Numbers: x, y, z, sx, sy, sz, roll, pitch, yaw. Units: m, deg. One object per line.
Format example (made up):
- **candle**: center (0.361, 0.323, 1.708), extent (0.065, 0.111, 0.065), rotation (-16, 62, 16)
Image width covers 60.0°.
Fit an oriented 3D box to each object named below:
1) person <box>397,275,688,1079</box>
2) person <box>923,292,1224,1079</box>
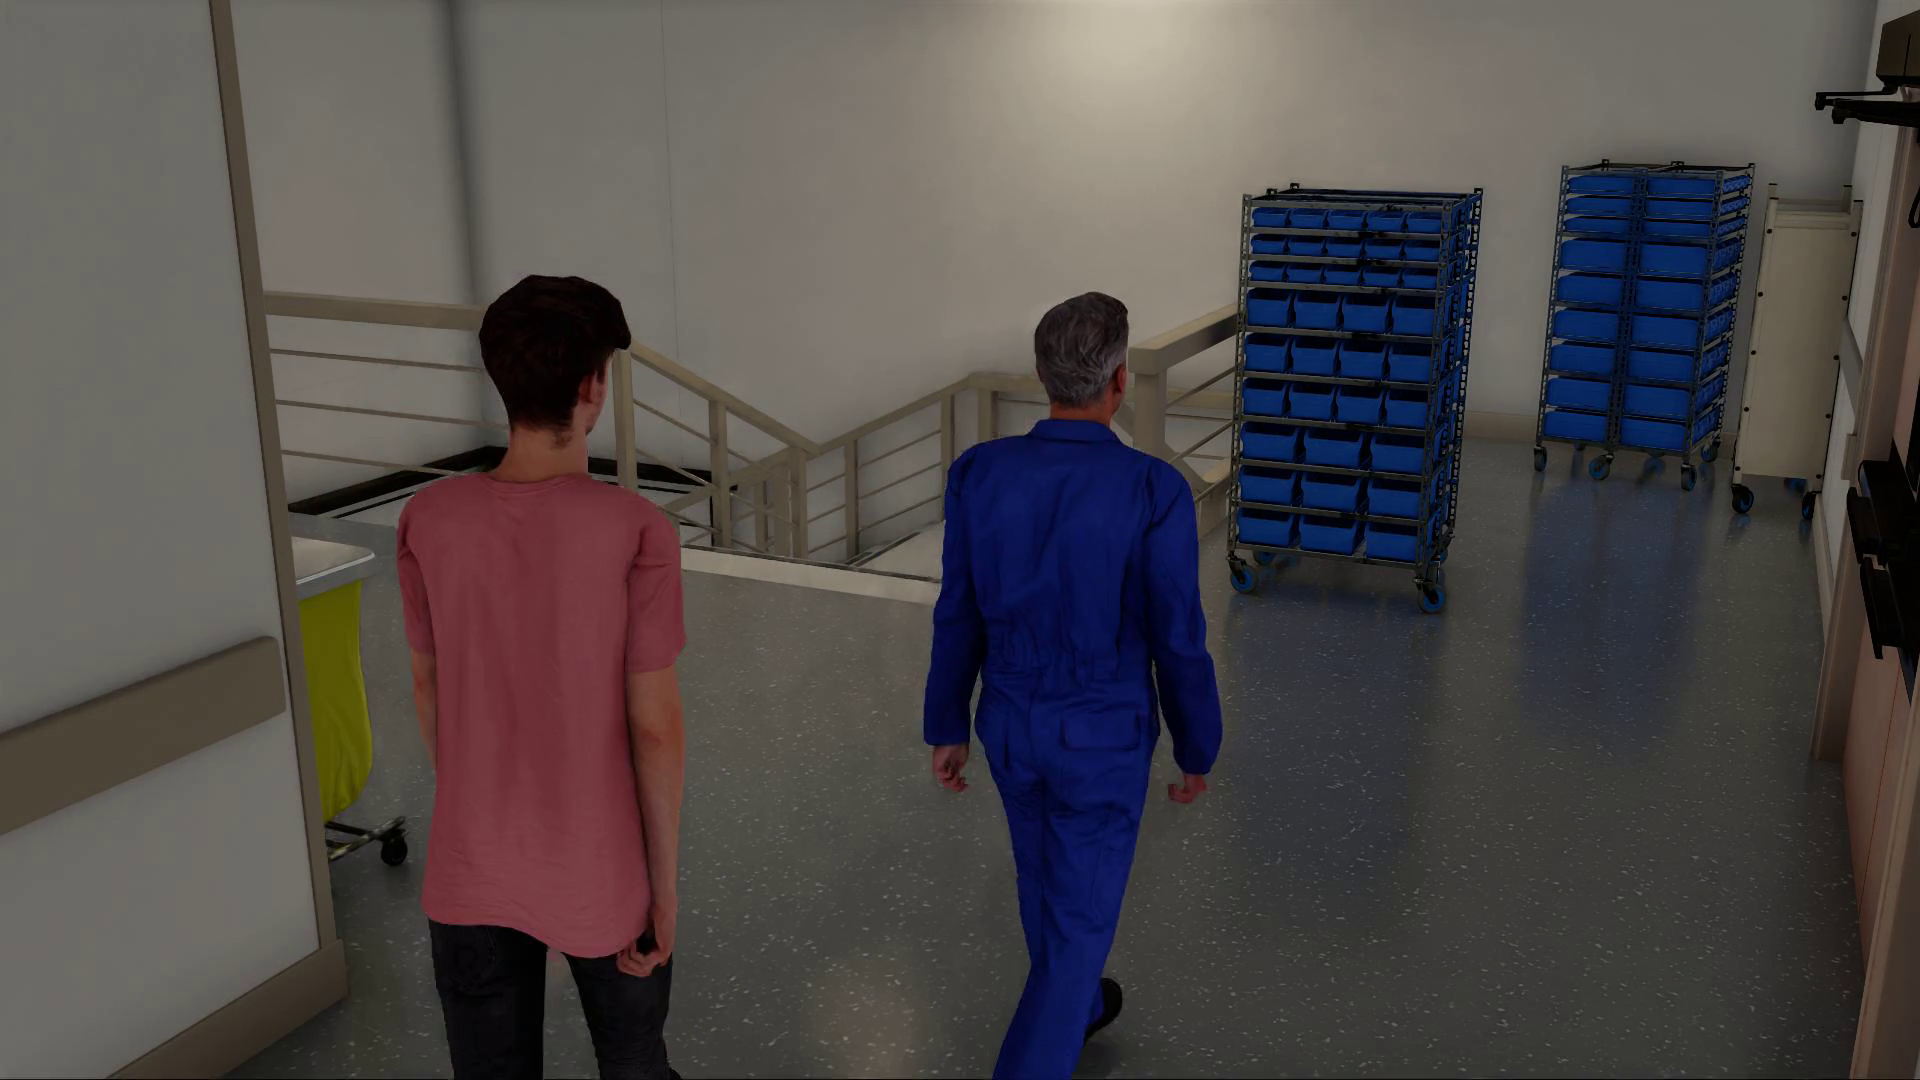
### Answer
- **person**: center (-0.678, 0.605, 2.605), extent (1.028, 1.906, 1.324), rotation (-1, 16, -2)
- **person**: center (0.179, 0.459, 3.351), extent (0.799, 1.782, 1.202), rotation (9, 18, 28)
